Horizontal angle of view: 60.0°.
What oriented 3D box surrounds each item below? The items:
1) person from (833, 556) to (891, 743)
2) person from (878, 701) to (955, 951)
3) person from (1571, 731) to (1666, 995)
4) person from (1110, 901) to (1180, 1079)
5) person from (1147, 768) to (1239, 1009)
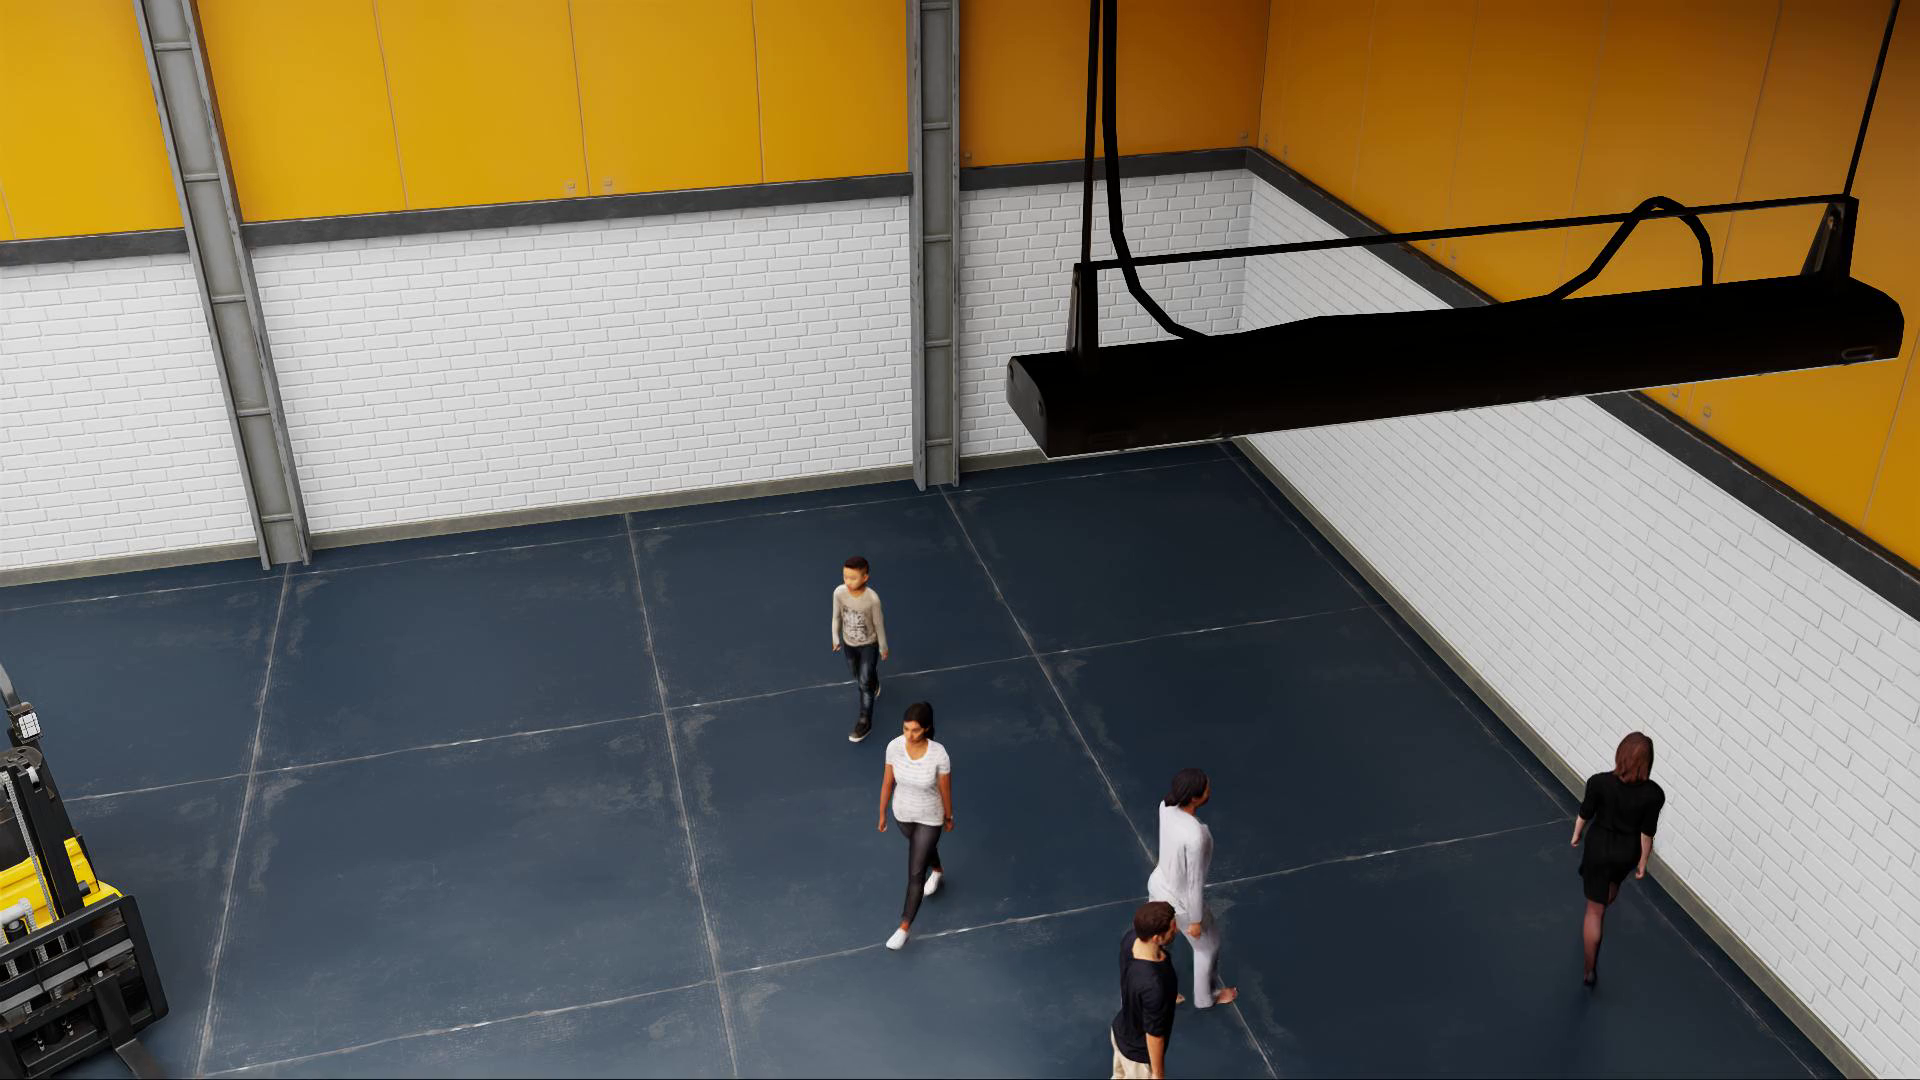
[{"bbox_3d":[-0.706,0.726,12.405,1.001,1.435,0.991,9,30,16],"label":"person"},{"bbox_3d":[-0.231,1.692,10.470,1.078,1.593,1.090,13,31,22],"label":"person"},{"bbox_3d":[3.885,1.948,9.934,1.077,1.657,1.011,9,30,15],"label":"person"},{"bbox_3d":[0.914,2.580,8.572,0.538,1.851,0.638,-6,29,-11],"label":"person"},{"bbox_3d":[1.197,2.076,9.634,0.855,1.719,0.715,-11,31,-19],"label":"person"}]
